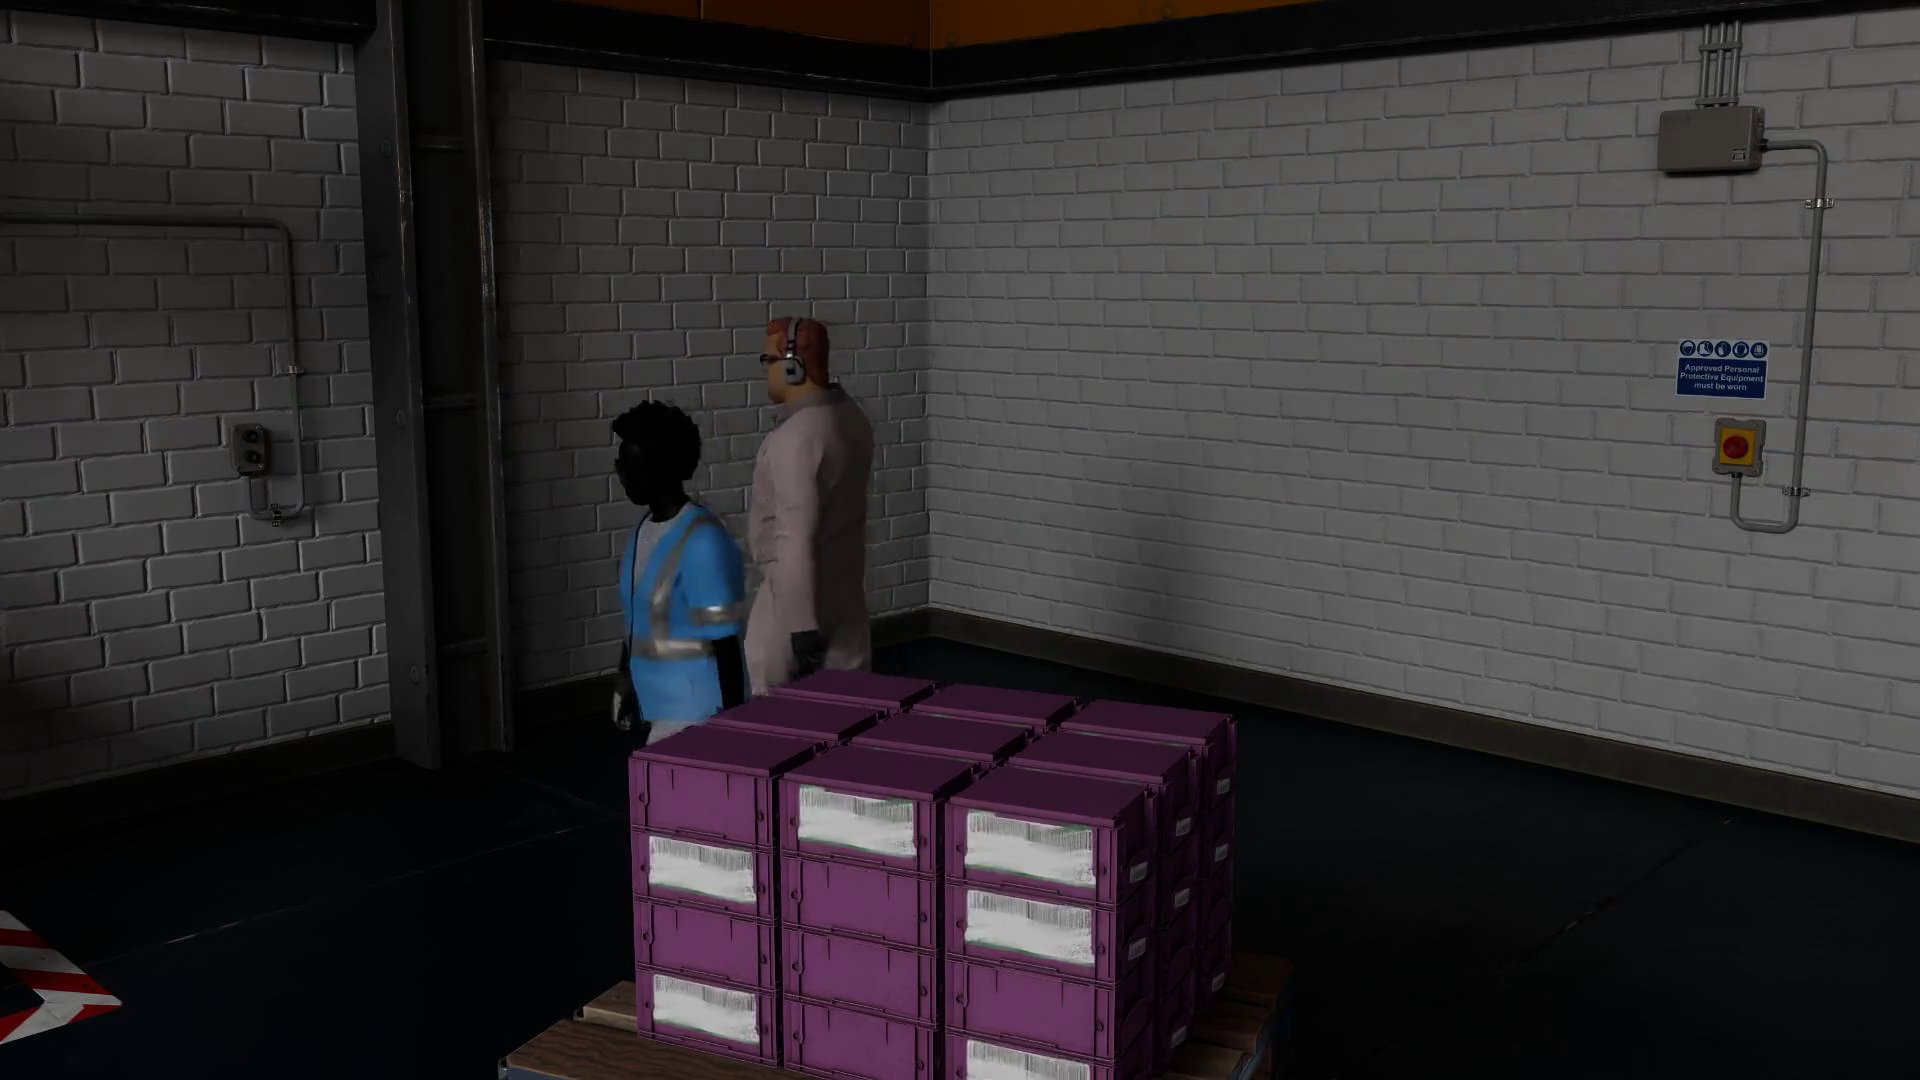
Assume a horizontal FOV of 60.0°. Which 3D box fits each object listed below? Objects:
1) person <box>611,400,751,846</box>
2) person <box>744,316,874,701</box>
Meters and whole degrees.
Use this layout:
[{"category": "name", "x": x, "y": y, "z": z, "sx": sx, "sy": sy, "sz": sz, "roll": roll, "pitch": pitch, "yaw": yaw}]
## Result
[{"category": "person", "x": -0.767, "y": 0.456, "z": 4.502, "sx": 0.522, "sy": 1.671, "sz": 0.614, "roll": -5, "pitch": 11, "yaw": -30}, {"category": "person", "x": -0.501, "y": 0.161, "z": 5.754, "sx": 0.928, "sy": 1.871, "sz": 0.645, "roll": 4, "pitch": 10, "yaw": 22}]
